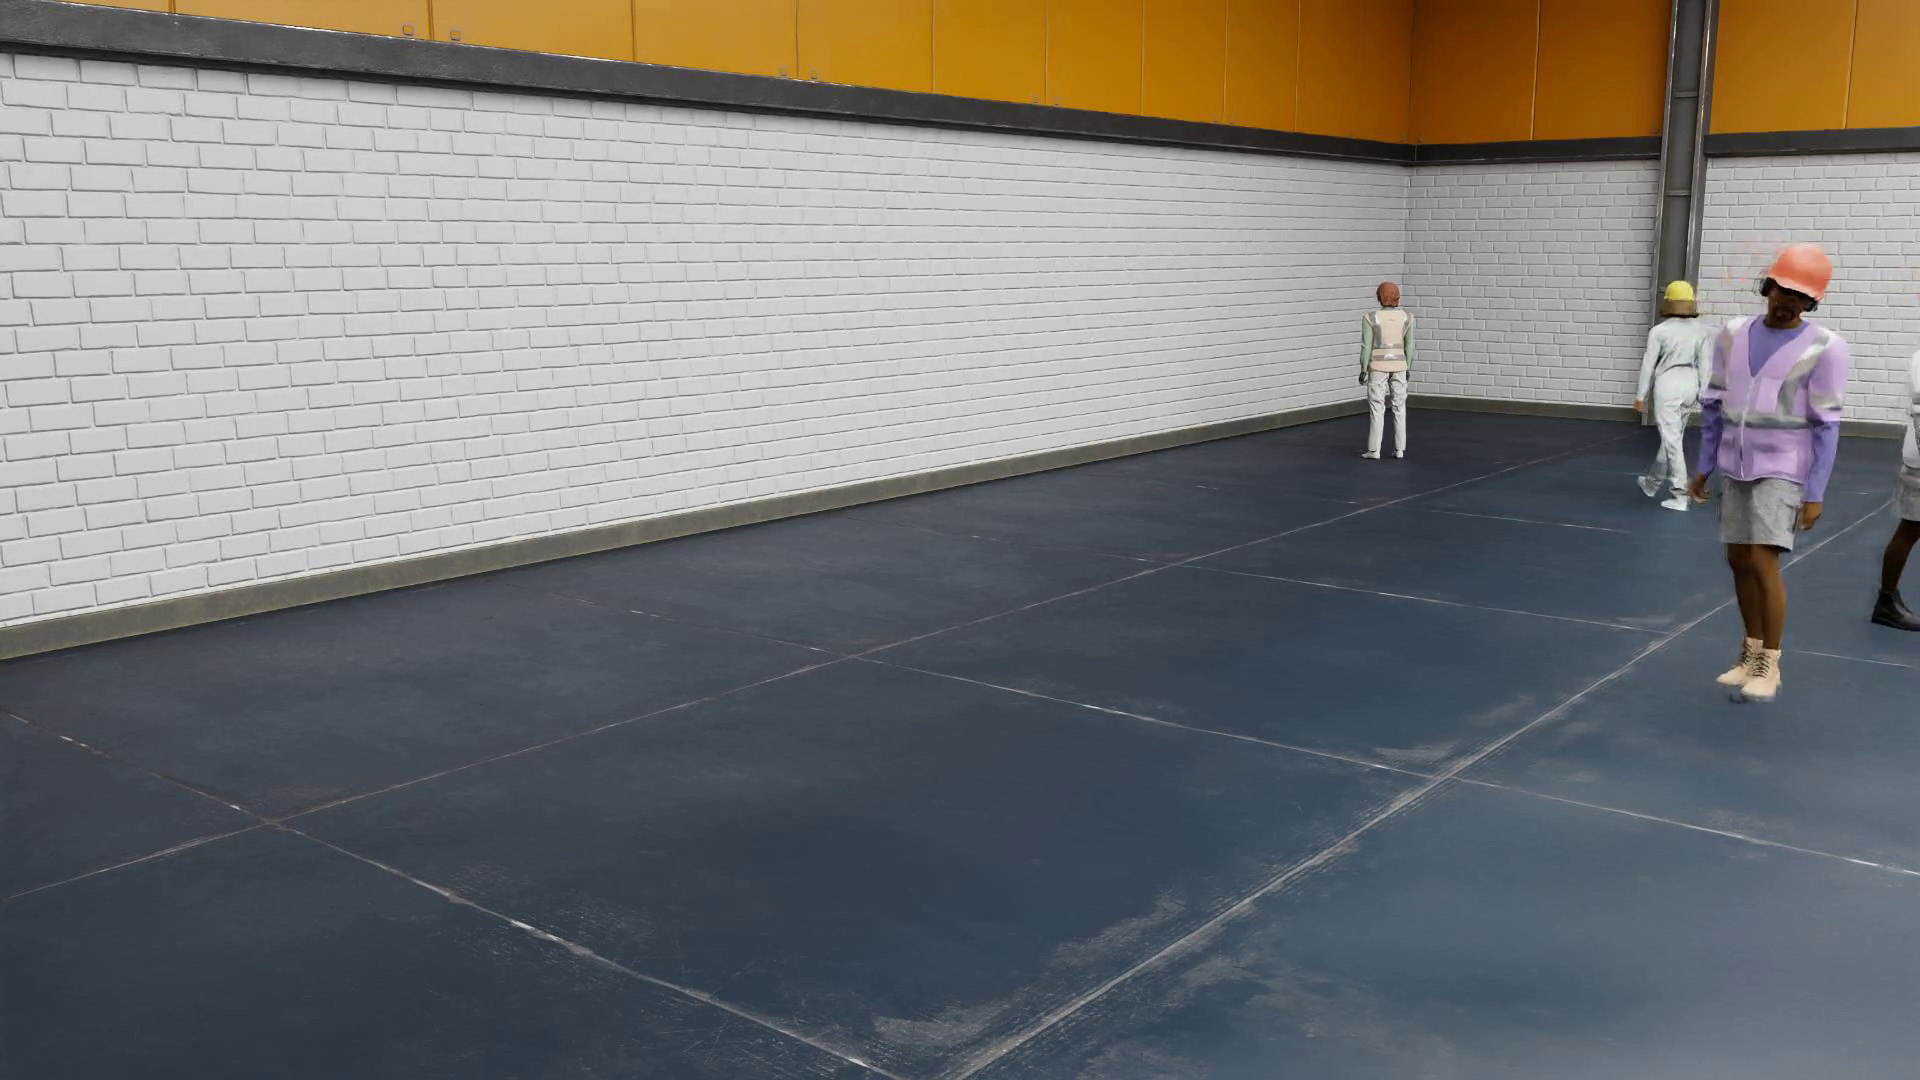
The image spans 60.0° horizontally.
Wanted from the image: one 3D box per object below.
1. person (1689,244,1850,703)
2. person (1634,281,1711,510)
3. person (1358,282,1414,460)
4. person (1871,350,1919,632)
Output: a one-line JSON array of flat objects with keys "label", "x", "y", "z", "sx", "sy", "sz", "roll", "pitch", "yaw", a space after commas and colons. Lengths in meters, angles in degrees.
[{"label": "person", "x": 3.579, "y": -0.287, "z": 7.387, "sx": 0.397, "sy": 2.014, "sz": 0.632, "roll": -5, "pitch": 12, "yaw": -27}, {"label": "person", "x": 5.392, "y": -1.118, "z": 12.728, "sx": 0.508, "sy": 1.701, "sz": 0.849, "roll": -2, "pitch": 10, "yaw": -11}, {"label": "person", "x": 3.924, "y": -1.549, "z": 15.323, "sx": 0.515, "sy": 1.642, "sz": 0.314, "roll": -1, "pitch": 10, "yaw": -8}, {"label": "person", "x": 4.958, "y": -0.409, "z": 8.354, "sx": 0.564, "sy": 1.871, "sz": 0.814, "roll": -4, "pitch": 11, "yaw": -20}]
